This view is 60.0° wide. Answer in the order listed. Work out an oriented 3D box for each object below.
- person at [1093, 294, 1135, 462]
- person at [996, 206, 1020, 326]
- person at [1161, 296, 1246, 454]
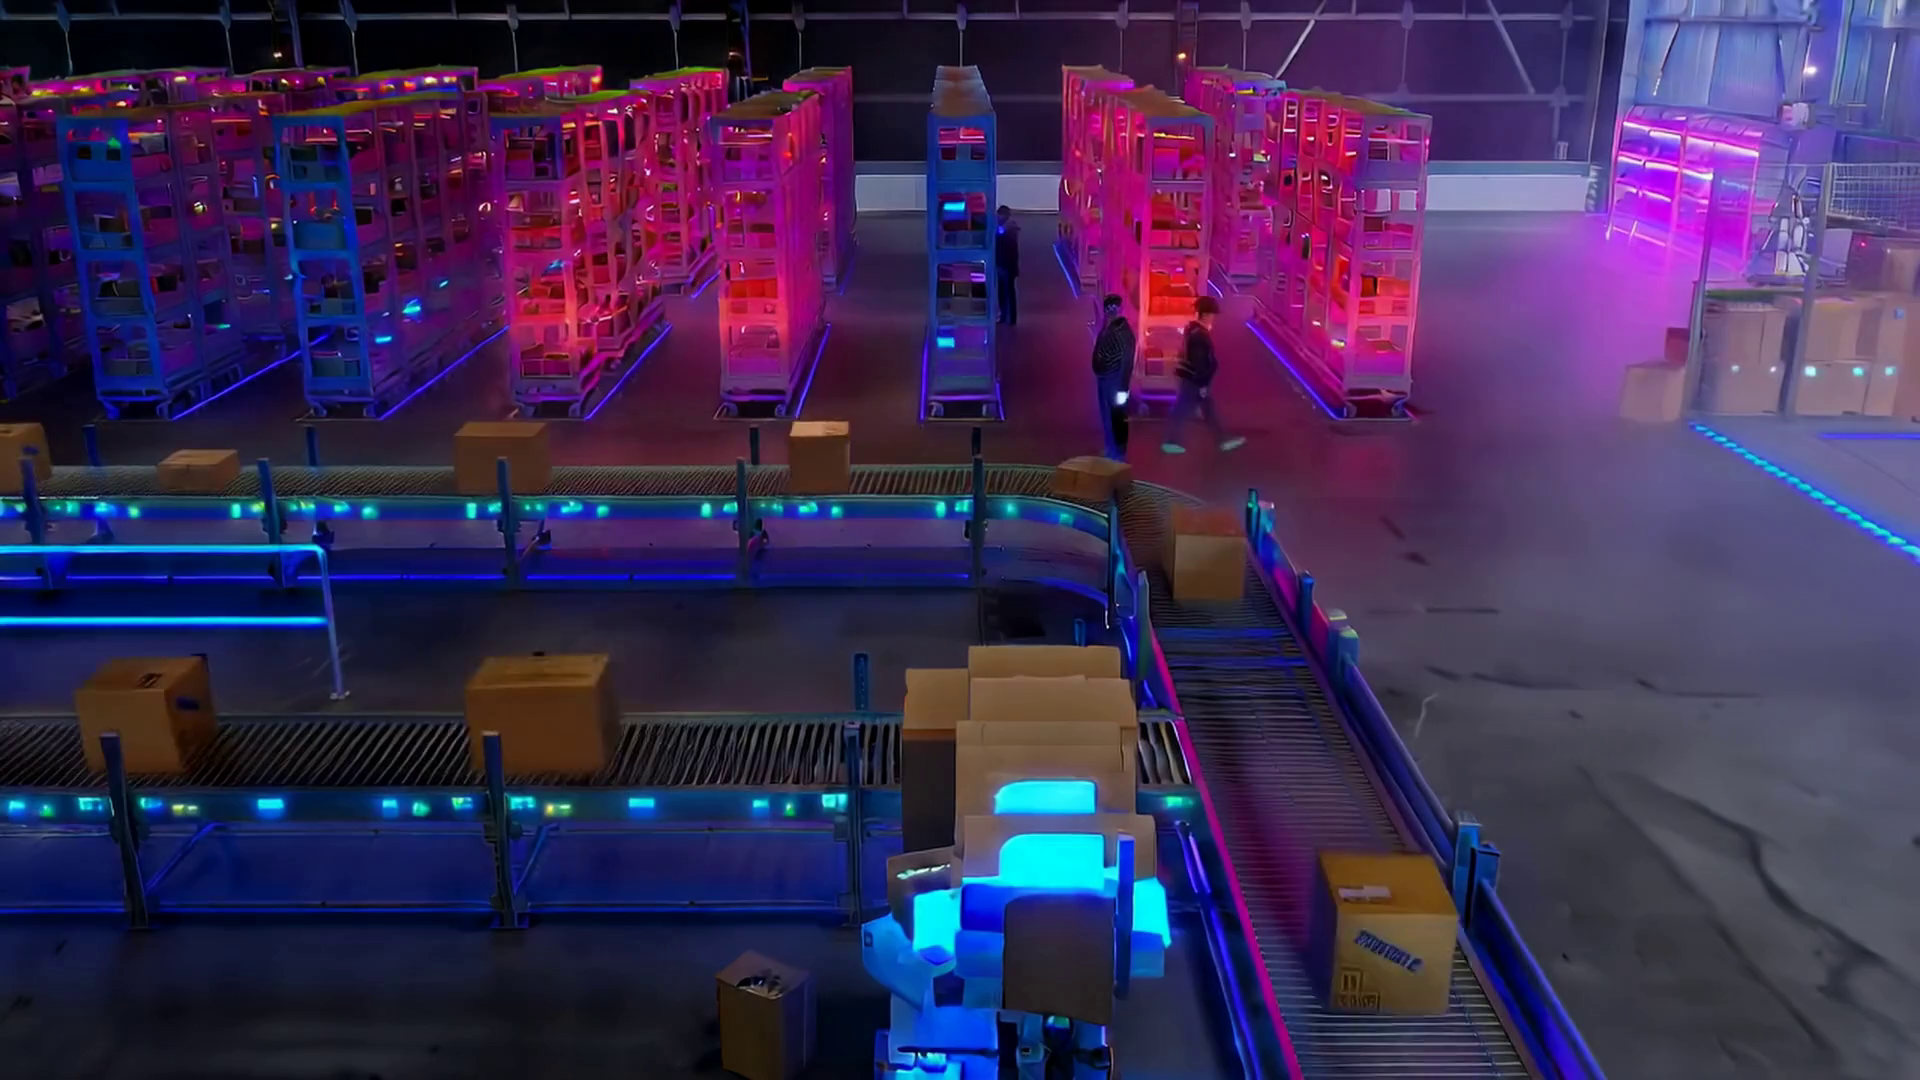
[{"bbox_3d":[1.603,-1.675,17.714,0.403,1.906,0.651,-5,19,-16],"label":"person"},{"bbox_3d":[0.672,-4.264,25.813,0.573,1.831,0.398,11,21,30],"label":"person"},{"bbox_3d":[2.693,-1.798,18.294,0.952,1.774,0.603,4,18,13],"label":"person"}]
